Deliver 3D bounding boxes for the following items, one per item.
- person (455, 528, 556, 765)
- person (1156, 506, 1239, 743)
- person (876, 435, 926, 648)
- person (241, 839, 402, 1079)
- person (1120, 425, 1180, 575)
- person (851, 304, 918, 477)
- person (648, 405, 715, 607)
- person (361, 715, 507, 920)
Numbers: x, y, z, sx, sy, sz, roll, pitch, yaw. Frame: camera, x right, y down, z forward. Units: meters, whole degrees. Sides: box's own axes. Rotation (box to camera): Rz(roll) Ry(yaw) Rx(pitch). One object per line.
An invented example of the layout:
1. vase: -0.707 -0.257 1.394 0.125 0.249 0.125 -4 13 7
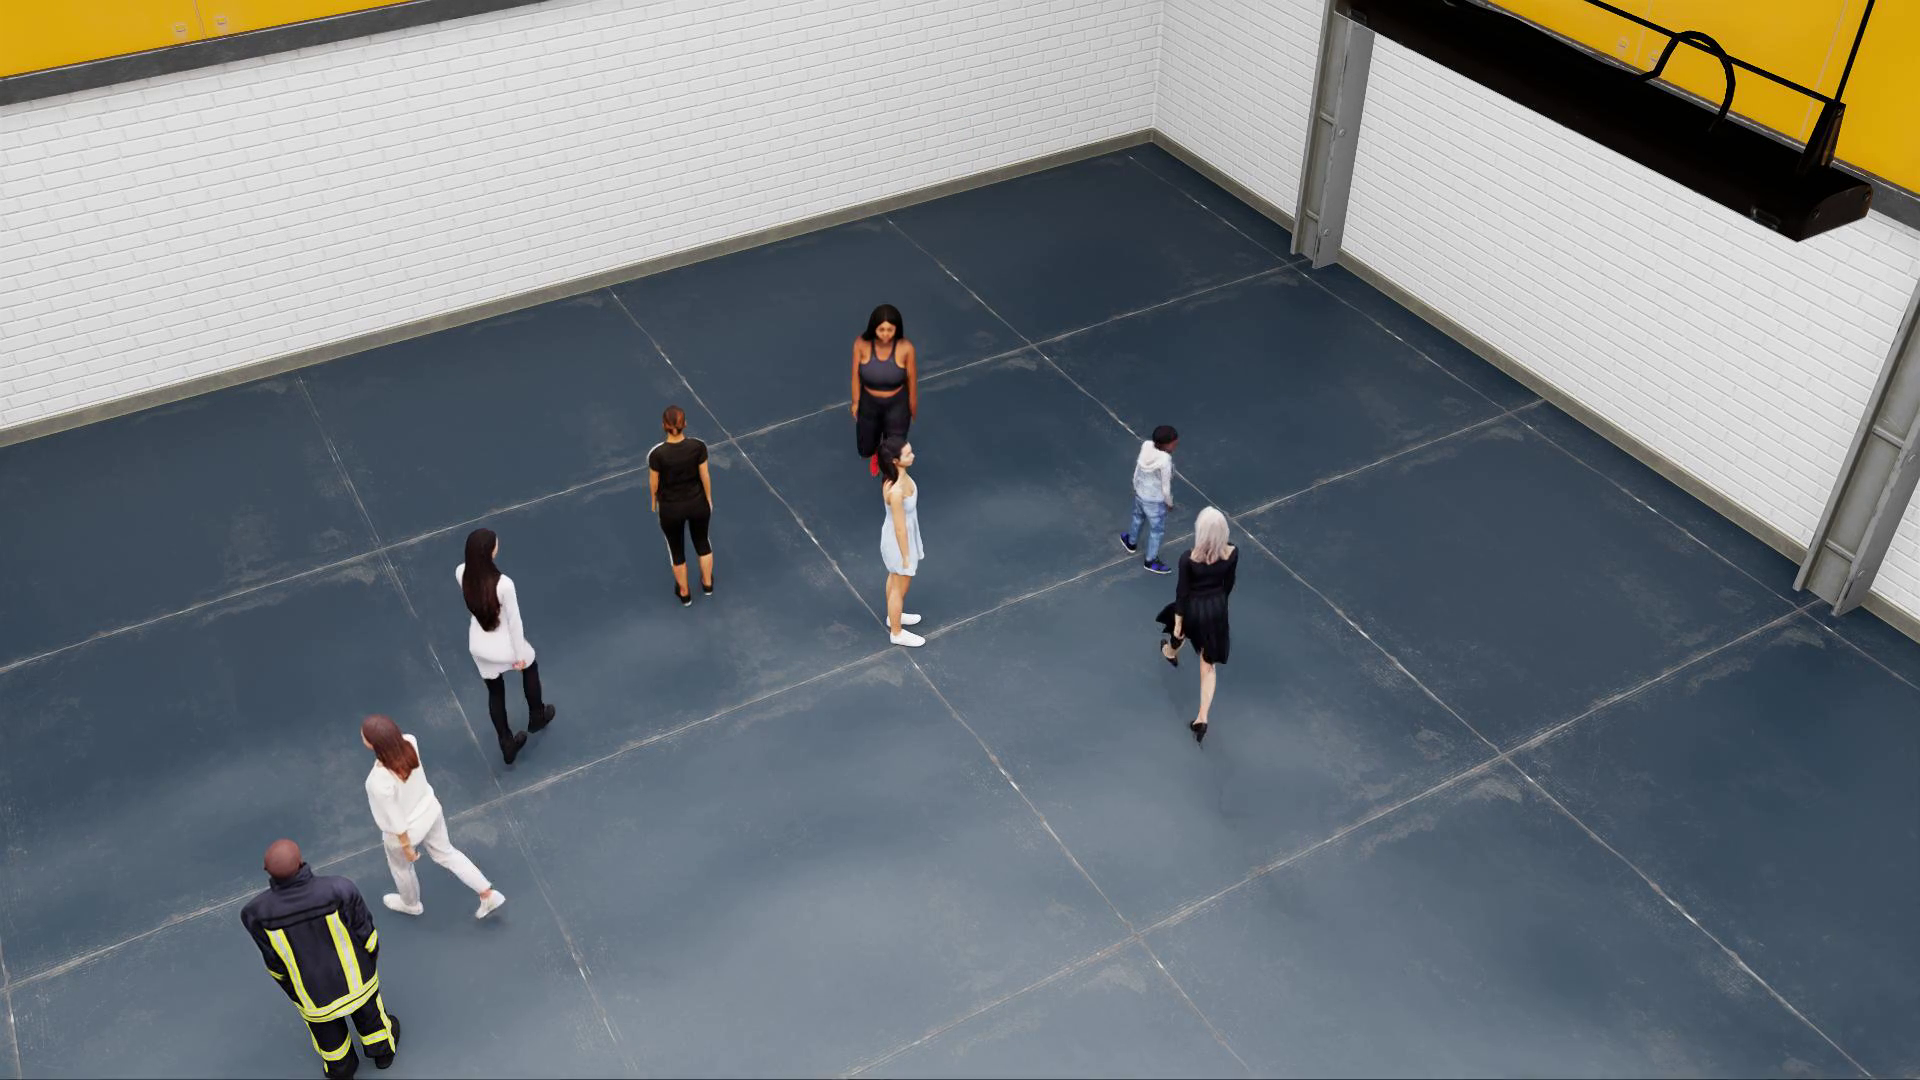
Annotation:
1. person: -3.023 0.740 10.682 0.843 1.784 0.900 11 40 13
2. person: 1.618 0.571 10.960 0.863 1.701 1.240 -8 39 -9
3. person: -0.428 -0.010 11.664 0.725 1.730 0.607 -3 39 -3
4. person: -3.365 2.214 8.805 0.781 1.823 0.712 -14 41 -16
5. person: 1.402 -0.363 12.493 0.780 1.245 0.420 -28 46 -30
6. person: -0.585 -1.084 12.954 0.932 1.798 1.025 3 39 3
7. person: -2.009 -0.237 11.998 0.625 1.668 0.603 -13 41 -16
8. person: -3.104 1.639 9.652 1.087 1.664 1.011 11 40 13
